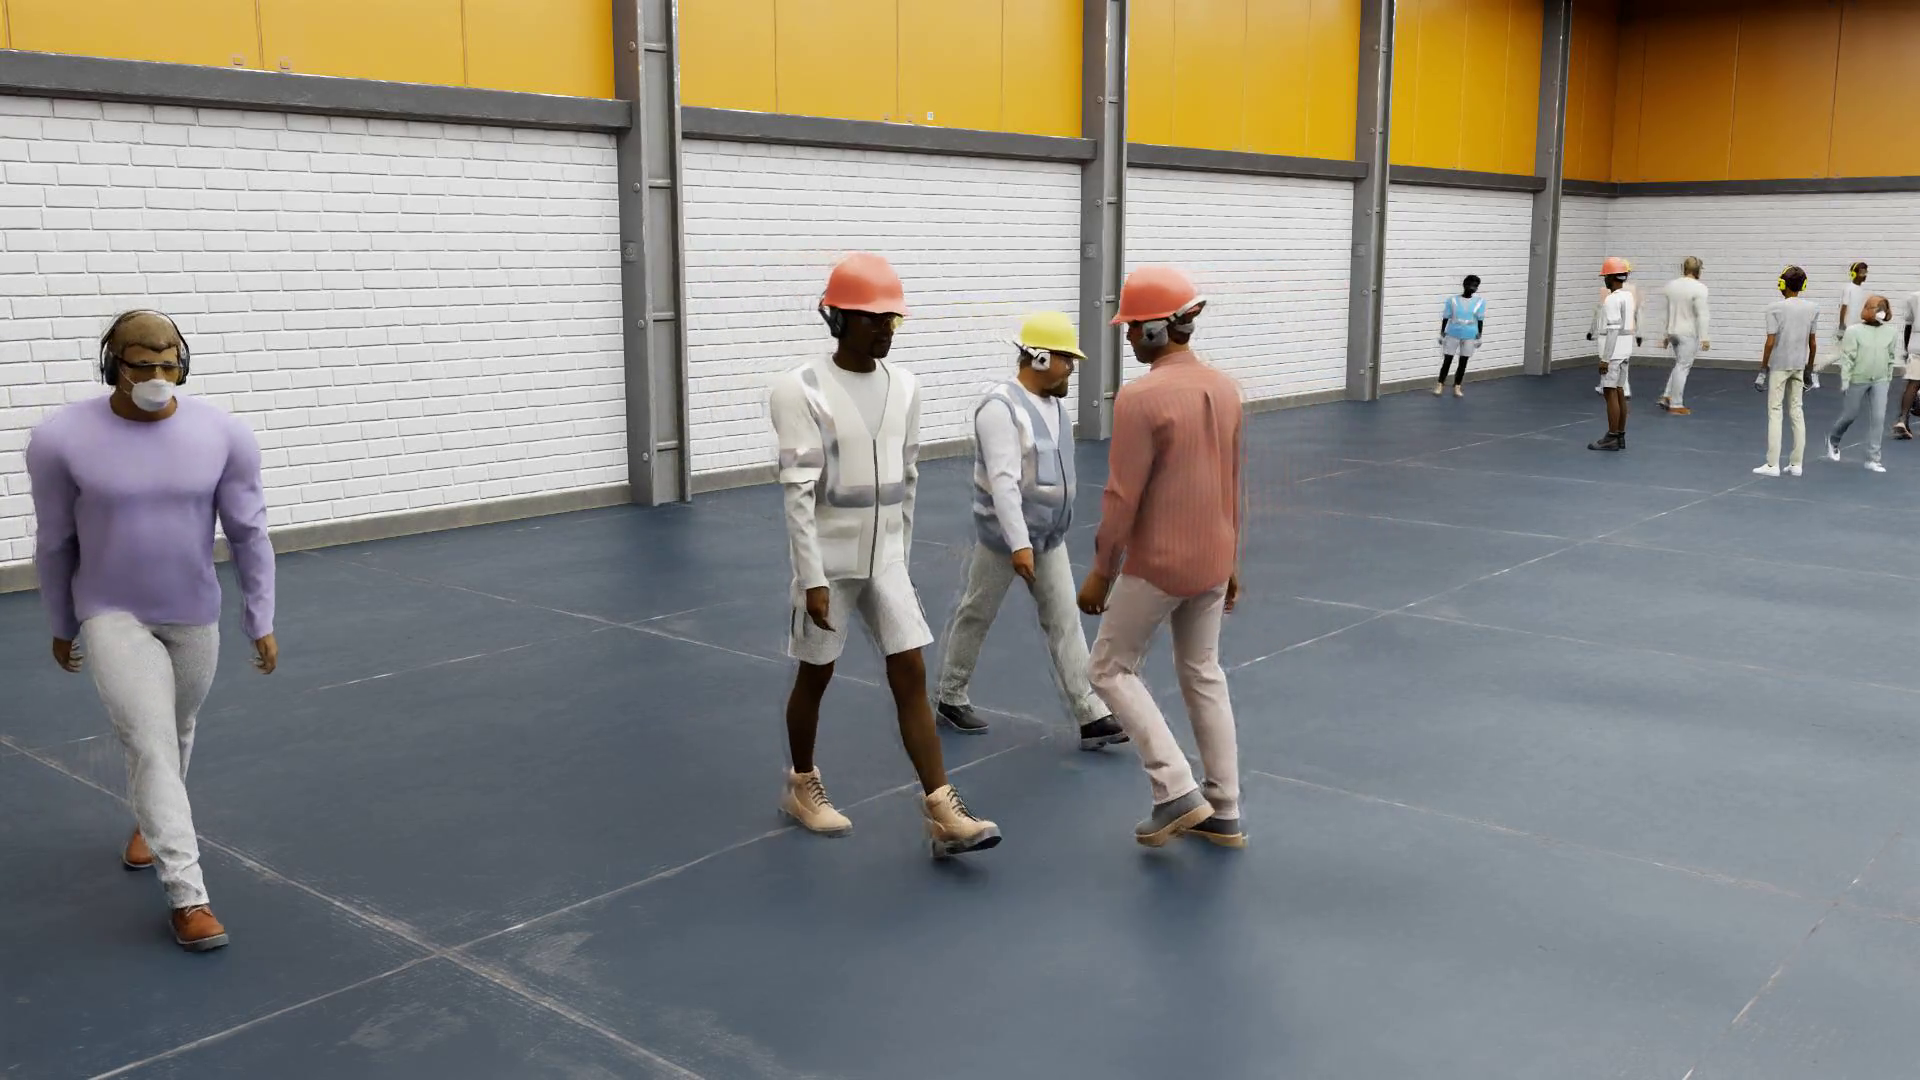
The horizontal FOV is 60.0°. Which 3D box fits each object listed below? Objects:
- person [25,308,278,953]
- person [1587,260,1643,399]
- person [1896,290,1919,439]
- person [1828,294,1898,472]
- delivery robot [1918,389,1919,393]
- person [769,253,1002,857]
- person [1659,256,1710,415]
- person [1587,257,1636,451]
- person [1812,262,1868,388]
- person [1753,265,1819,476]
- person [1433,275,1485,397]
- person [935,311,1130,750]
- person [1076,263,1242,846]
[{"bbox_3d":[-2.471,0.217,5.107,0.640,1.865,1.078,-7,12,-35],"label":"person"},{"bbox_3d":[8.862,-2.835,22.433,0.599,1.865,1.041,-2,10,-13],"label":"person"},{"bbox_3d":[10.330,-2.035,17.717,0.607,1.931,0.988,10,14,44],"label":"person"},{"bbox_3d":[8.331,-1.461,15.324,0.504,1.610,0.742,0,10,2],"label":"person"},{"bbox_3d":[11.770,-1.777,19.859,0.477,0.478,0.707,0,10,3],"label":"delivery robot"},{"bbox_3d":[-0.281,0.079,5.464,0.614,1.999,1.003,-8,12,-37],"label":"person"},{"bbox_3d":[8.789,-2.461,20.126,0.456,1.924,0.625,-2,10,-13],"label":"person"},{"bbox_3d":[6.524,-1.858,16.658,0.368,1.933,0.552,8,13,39],"label":"person"},{"bbox_3d":[12.627,-3.043,23.708,0.513,1.841,0.843,-7,12,-35],"label":"person"},{"bbox_3d":[7.347,-1.498,14.800,0.534,1.868,0.309,-1,10,-6],"label":"person"},{"bbox_3d":[6.786,-2.757,22.539,0.612,1.662,0.322,1,10,8],"label":"person"},{"bbox_3d":[0.283,-0.033,6.749,0.975,1.769,0.606,9,13,40],"label":"person"},{"bbox_3d":[0.698,0.080,5.522,0.476,1.969,0.637,9,14,43],"label":"person"}]
